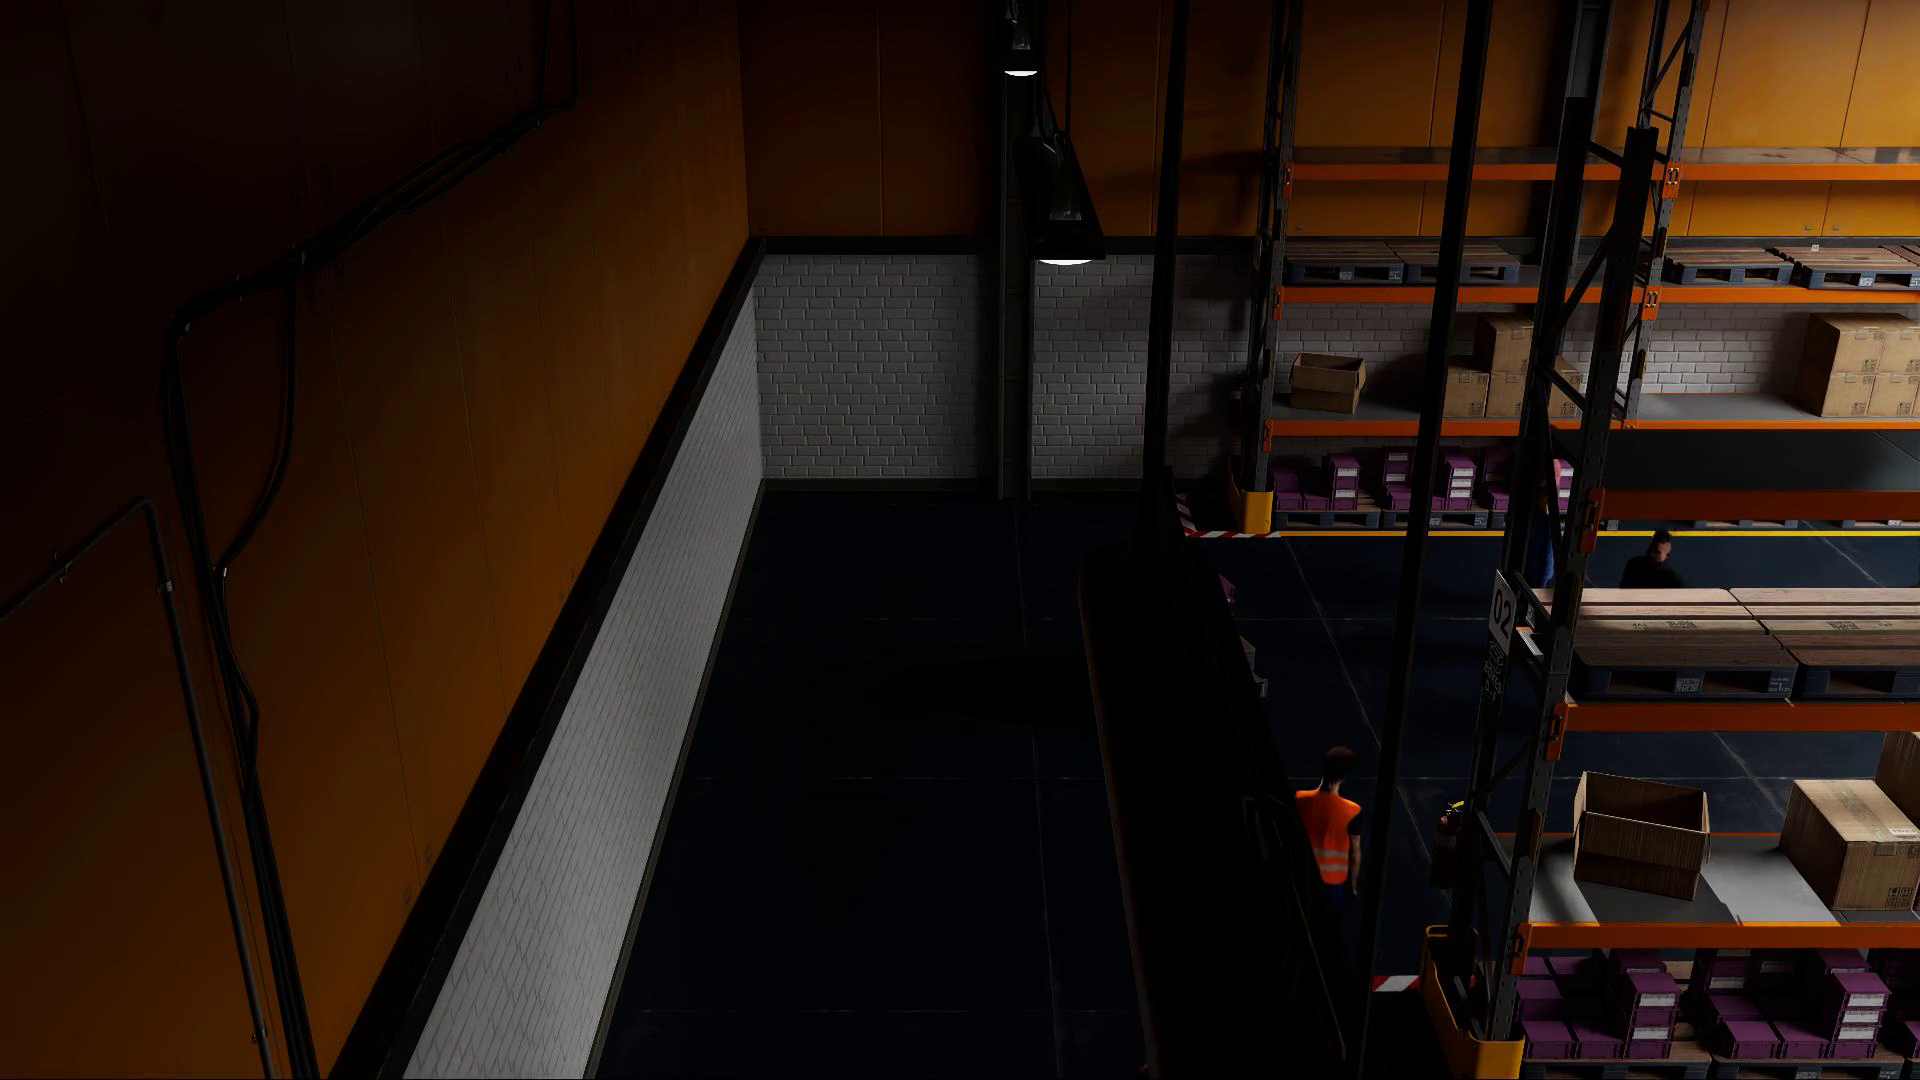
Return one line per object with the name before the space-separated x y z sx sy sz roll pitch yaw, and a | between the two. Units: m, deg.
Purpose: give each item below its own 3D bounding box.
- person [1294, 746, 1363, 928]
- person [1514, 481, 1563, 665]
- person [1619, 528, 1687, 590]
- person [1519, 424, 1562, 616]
person | 2.356 2.267 10.961 0.916 1.864 0.982 9 25 20
person | 5.392 0.282 15.557 0.563 1.820 0.653 -1 24 -2
person | 5.975 0.749 14.467 1.102 1.838 1.013 -16 28 -32
person | 5.781 -0.214 16.520 0.545 1.956 0.626 0 24 0
